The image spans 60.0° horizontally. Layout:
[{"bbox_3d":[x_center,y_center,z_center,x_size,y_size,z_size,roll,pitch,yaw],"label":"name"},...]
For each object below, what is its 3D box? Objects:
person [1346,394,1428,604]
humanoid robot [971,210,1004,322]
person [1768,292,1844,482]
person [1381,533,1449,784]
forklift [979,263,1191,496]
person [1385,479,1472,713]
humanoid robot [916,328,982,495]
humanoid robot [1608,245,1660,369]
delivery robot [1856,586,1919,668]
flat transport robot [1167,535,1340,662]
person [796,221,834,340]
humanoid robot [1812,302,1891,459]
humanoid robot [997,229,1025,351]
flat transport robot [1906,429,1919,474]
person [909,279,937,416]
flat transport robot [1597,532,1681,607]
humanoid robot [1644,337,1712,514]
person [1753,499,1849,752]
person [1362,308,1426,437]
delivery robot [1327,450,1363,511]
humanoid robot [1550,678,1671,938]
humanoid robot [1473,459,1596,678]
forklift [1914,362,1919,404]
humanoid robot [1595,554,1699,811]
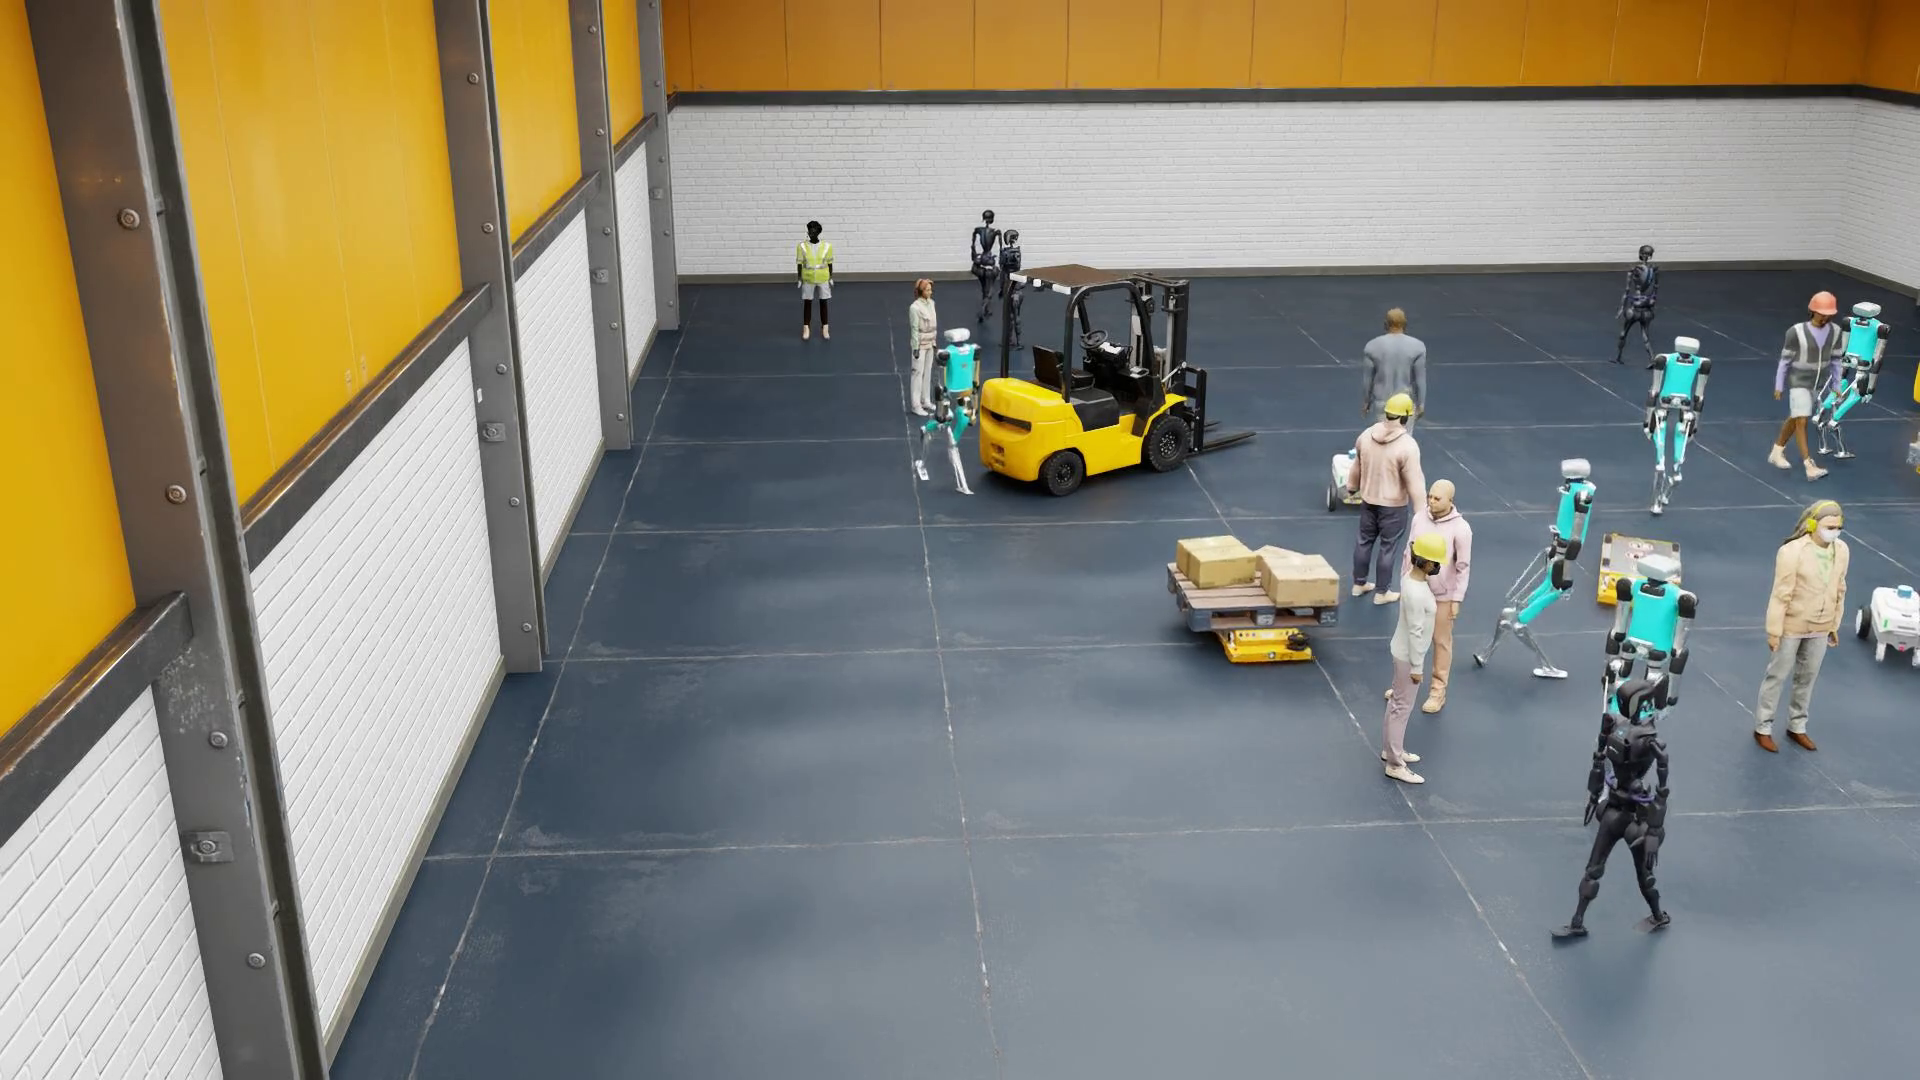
[{"bbox_3d":[3.640,-0.346,14.276,0.434,1.855,0.819,-16,26,-37],"label":"person"},{"bbox_3d":[0.363,-4.098,24.801,0.589,1.639,0.706,11,23,28],"label":"humanoid robot"},{"bbox_3d":[9.013,-1.623,17.550,0.622,1.982,1.040,-4,20,-10],"label":"person"},{"bbox_3d":[3.096,0.785,11.329,0.325,1.759,0.523,4,21,11],"label":"person"},{"bbox_3d":[1.315,-1.764,17.646,2.313,2.155,1.214,-14,24,-33],"label":"forklift"},{"bbox_3d":[3.512,0.394,12.354,0.523,1.784,0.406,19,27,42],"label":"person"},{"bbox_3d":[-0.193,-1.386,17.321,0.530,1.777,0.995,-14,24,-33],"label":"humanoid robot"},{"bbox_3d":[9.033,-3.082,22.052,0.608,1.642,0.748,-8,22,-21],"label":"humanoid robot"},{"bbox_3d":[7.566,0.655,13.406,0.499,0.579,0.759,8,21,20],"label":"delivery robot"},{"bbox_3d":[2.410,0.647,13.864,0.659,0.231,1.431,-2,20,-5],"label":"flat transport robot"},{"bbox_3d":[-2.049,-3.684,23.590,0.539,1.695,0.317,-2,20,-6],"label":"person"},{"bbox_3d":[9.509,-1.700,17.933,0.735,1.677,0.533,-10,23,-26],"label":"humanoid robot"},{"bbox_3d":[0.717,-3.465,23.004,0.315,1.657,0.599,-8,22,-20],"label":"humanoid robot"},{"bbox_3d":[10.622,-0.561,17.157,0.659,0.231,1.431,-2,20,-5],"label":"flat transport robot"},{"bbox_3d":[-0.440,-2.322,19.962,0.304,1.639,0.522,9,22,24],"label":"person"},{"bbox_3d":[6.078,0.275,14.877,0.659,0.231,1.431,8,22,20],"label":"flat transport robot"},{"bbox_3d":[7.083,-1.078,16.463,0.552,1.788,0.883,5,21,13],"label":"humanoid robot"},{"bbox_3d":[5.919,0.594,11.698,0.558,1.870,0.400,-4,20,-10],"label":"person"},{"bbox_3d":[4.450,-1.423,17.142,0.672,1.907,0.500,7,21,19],"label":"person"},{"bbox_3d":[3.973,-0.594,16.859,0.499,0.613,0.814,2,20,6],"label":"delivery robot"},{"bbox_3d":[3.803,1.546,9.437,0.761,1.637,0.584,-8,22,-21],"label":"humanoid robot"},{"bbox_3d":[4.394,0.268,12.876,0.836,1.855,0.568,2,20,7],"label":"humanoid robot"},{"bbox_3d":[12.602,-2.435,19.475,2.313,2.155,1.214,-1,20,-4],"label":"forklift"},{"bbox_3d":[4.332,0.988,10.827,1.051,1.723,0.549,-17,26,-39],"label":"humanoid robot"}]
